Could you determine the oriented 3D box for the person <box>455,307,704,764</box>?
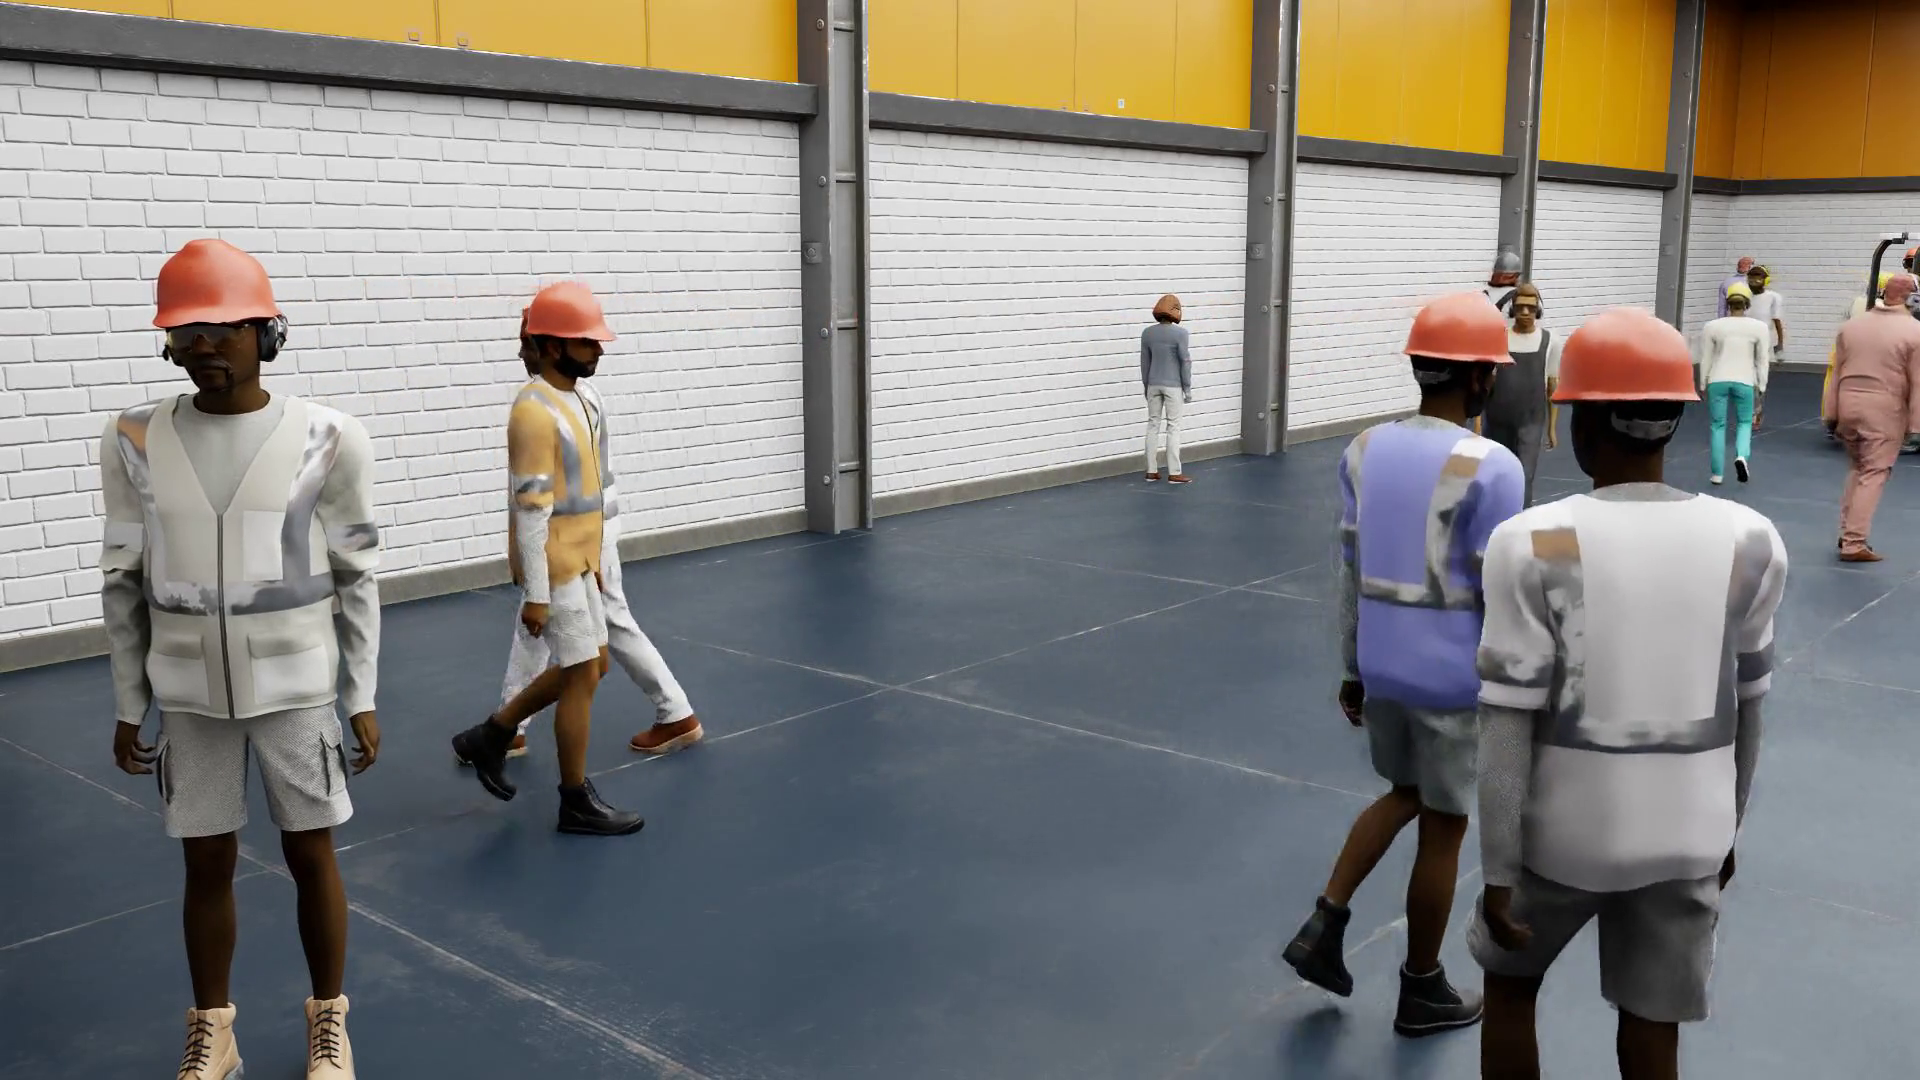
[{"bbox_3d":[-1.475,-0.011,6.512,0.944,1.841,0.577,-5,11,-26],"label":"person"}]

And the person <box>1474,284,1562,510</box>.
[{"bbox_3d":[3.643,-0.773,10.907,0.521,1.803,0.948,4,11,20],"label":"person"}]

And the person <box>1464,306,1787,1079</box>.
[{"bbox_3d":[1.211,0.530,3.128,0.559,1.914,0.602,1,10,3],"label":"person"}]

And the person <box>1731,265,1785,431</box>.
[{"bbox_3d":[8.767,-2.099,18.326,0.467,1.840,0.671,-6,12,-32],"label":"person"}]

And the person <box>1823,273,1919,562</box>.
[{"bbox_3d":[5.973,-0.787,10.811,0.630,1.869,0.660,-4,11,-23],"label":"person"}]

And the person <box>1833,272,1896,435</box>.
[{"bbox_3d":[9.892,-2.007,18.018,0.922,1.764,0.614,-1,10,-7],"label":"person"}]

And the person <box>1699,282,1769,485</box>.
[{"bbox_3d":[6.594,-1.325,14.203,0.535,1.745,0.557,4,11,21],"label":"person"}]

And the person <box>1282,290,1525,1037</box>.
[{"bbox_3d":[1.179,0.337,4.233,0.485,1.926,0.558,-5,11,-28],"label":"person"}]

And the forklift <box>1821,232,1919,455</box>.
[{"bbox_3d":[9.955,-1.972,16.595,2.313,2.155,1.214,1,10,8],"label":"forklift"}]

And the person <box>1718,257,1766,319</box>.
[{"bbox_3d":[10.997,-3.017,23.382,0.639,1.903,0.406,9,13,40],"label":"person"}]

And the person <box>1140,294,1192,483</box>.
[{"bbox_3d":[1.788,-1.306,14.400,0.499,1.633,0.281,9,13,40],"label":"person"}]

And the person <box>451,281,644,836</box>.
[{"bbox_3d":[-1.443,0.078,5.707,0.610,1.917,0.556,0,10,0],"label":"person"}]

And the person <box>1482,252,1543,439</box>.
[{"bbox_3d":[4.855,-1.597,14.900,1.003,2.000,0.691,-9,13,-41],"label":"person"}]

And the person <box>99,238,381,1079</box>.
[{"bbox_3d":[-1.644,0.344,3.835,0.605,2.045,0.379,-2,10,-10],"label":"person"}]

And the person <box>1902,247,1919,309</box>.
[{"bbox_3d":[12.012,-2.674,21.048,0.605,2.034,0.391,9,13,40],"label":"person"}]
